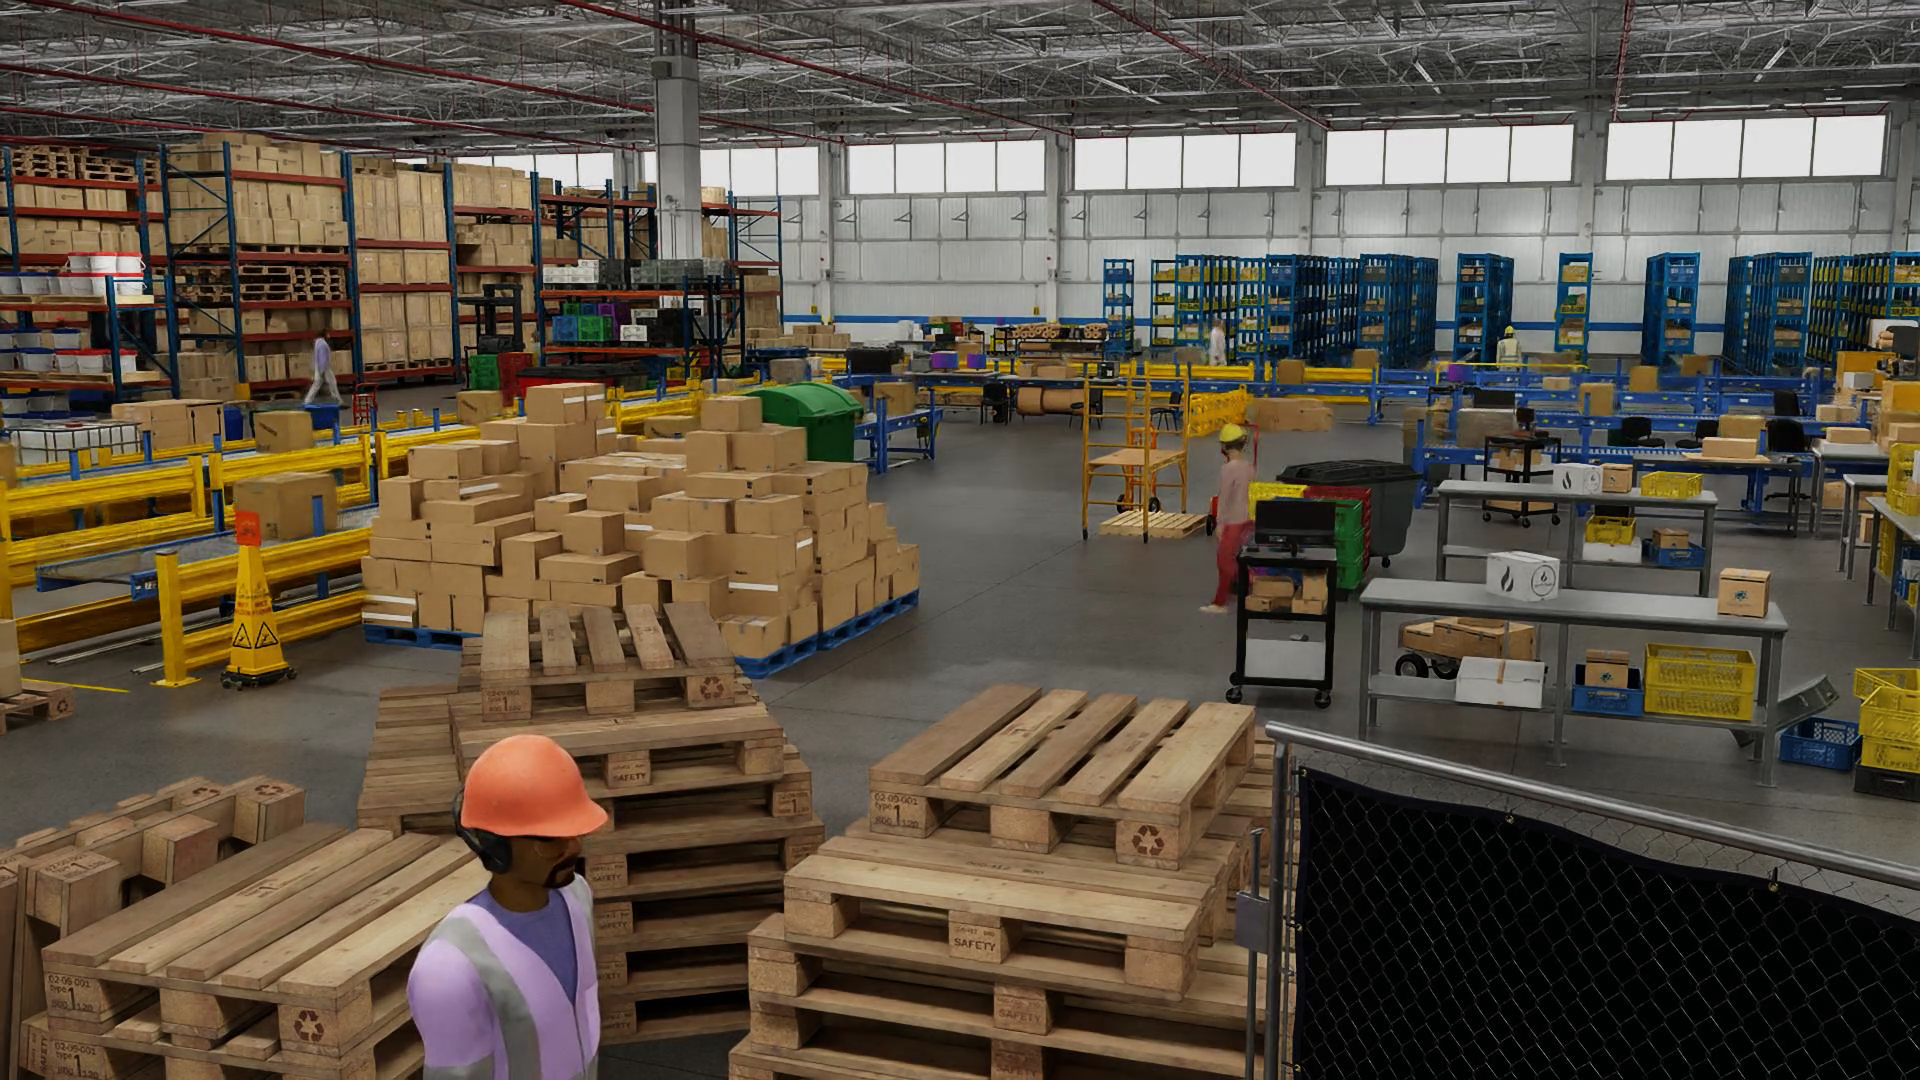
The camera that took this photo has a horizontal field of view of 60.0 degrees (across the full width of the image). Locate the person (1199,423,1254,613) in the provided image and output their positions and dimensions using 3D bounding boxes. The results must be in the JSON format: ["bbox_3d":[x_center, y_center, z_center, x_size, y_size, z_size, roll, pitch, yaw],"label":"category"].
[{"bbox_3d":[2.464,-0.158,14.701,0.708,1.736,0.529,5,10,30],"label":"person"}]

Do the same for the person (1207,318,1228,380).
[{"bbox_3d":[6.997,-4.987,44.549,0.857,1.870,0.678,6,11,31],"label":"person"}]

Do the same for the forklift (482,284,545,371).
[{"bbox_3d":[-10.832,-4.702,39.610,1.129,2.768,1.873,3,10,20],"label":"forklift"}]

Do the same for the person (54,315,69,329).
[{"bbox_3d":[-25.527,-5.461,47.470,0.558,1.903,0.956,5,10,29],"label":"person"}]

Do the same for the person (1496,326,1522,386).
[{"bbox_3d":[12.977,-4.143,39.379,0.589,1.833,0.404,0,9,0],"label":"person"}]

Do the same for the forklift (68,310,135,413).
[{"bbox_3d":[-18.470,-4.175,36.302,1.873,2.768,1.129,3,10,20],"label":"forklift"}]

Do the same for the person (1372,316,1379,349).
[{"bbox_3d":[13.123,-6.329,52.646,0.415,1.985,0.611,3,10,21],"label":"person"}]

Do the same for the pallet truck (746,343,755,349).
[{"bbox_3d":[-6.183,-4.618,44.264,1.601,1.201,0.680,-9,12,-43],"label":"pallet truck"}]

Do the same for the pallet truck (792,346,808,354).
[{"bbox_3d":[-3.705,-4.298,42.022,0.653,1.274,1.630,3,10,20],"label":"pallet truck"}]

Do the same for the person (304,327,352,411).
[{"bbox_3d":[-14.174,-3.793,37.020,1.048,1.889,0.643,-7,11,-36],"label":"person"}]

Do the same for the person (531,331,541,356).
[{"bbox_3d":[-10.677,-4.450,41.986,0.512,1.617,0.438,9,13,44],"label":"person"}]

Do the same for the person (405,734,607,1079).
[{"bbox_3d":[-0.952,1.428,3.737,0.390,2.045,0.607,2,9,15],"label":"person"}]
